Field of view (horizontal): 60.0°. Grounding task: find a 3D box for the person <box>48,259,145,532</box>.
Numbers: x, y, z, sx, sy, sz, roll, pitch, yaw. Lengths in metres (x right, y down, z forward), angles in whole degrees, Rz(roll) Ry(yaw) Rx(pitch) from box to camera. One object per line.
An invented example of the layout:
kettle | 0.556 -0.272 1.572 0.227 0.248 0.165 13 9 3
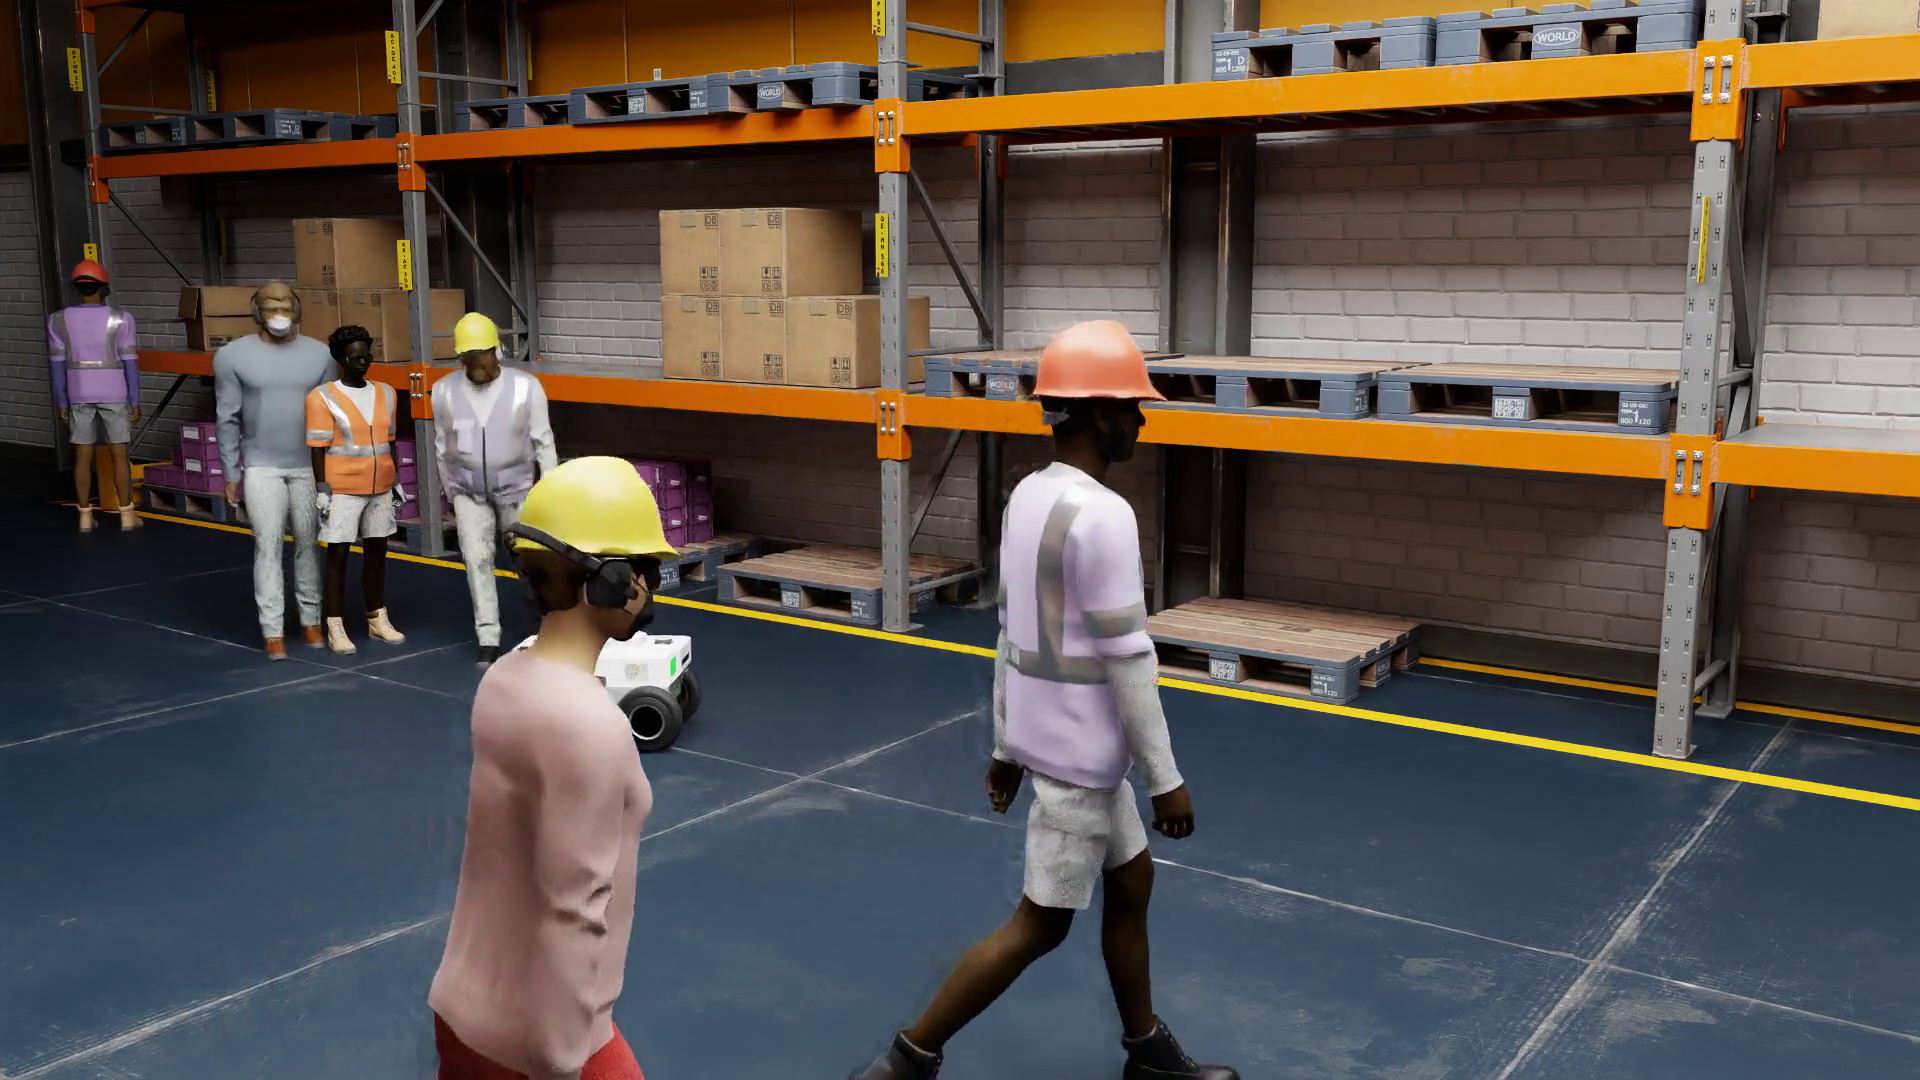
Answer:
person | -6.456 -1.077 12.475 0.607 2.037 0.409 -2 10 -11

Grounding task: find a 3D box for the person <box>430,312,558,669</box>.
person | -2.372 -0.290 8.569 0.610 1.785 0.857 -1 10 -7

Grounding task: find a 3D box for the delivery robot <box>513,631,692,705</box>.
delivery robot | -1.508 0.529 7.025 0.707 0.478 0.477 0 9 2

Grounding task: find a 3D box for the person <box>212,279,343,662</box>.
person | -3.466 -0.366 8.555 0.631 1.939 0.421 -6 11 -31

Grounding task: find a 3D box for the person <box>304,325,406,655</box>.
person | -3.122 -0.264 8.635 0.318 1.695 0.539 7 12 35

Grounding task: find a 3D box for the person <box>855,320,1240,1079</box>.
person | 0.193 0.456 3.778 0.957 1.908 0.538 -2 10 -12

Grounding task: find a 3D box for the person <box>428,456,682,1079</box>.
person | -0.595 0.734 2.622 0.812 1.713 0.544 -7 12 -35
